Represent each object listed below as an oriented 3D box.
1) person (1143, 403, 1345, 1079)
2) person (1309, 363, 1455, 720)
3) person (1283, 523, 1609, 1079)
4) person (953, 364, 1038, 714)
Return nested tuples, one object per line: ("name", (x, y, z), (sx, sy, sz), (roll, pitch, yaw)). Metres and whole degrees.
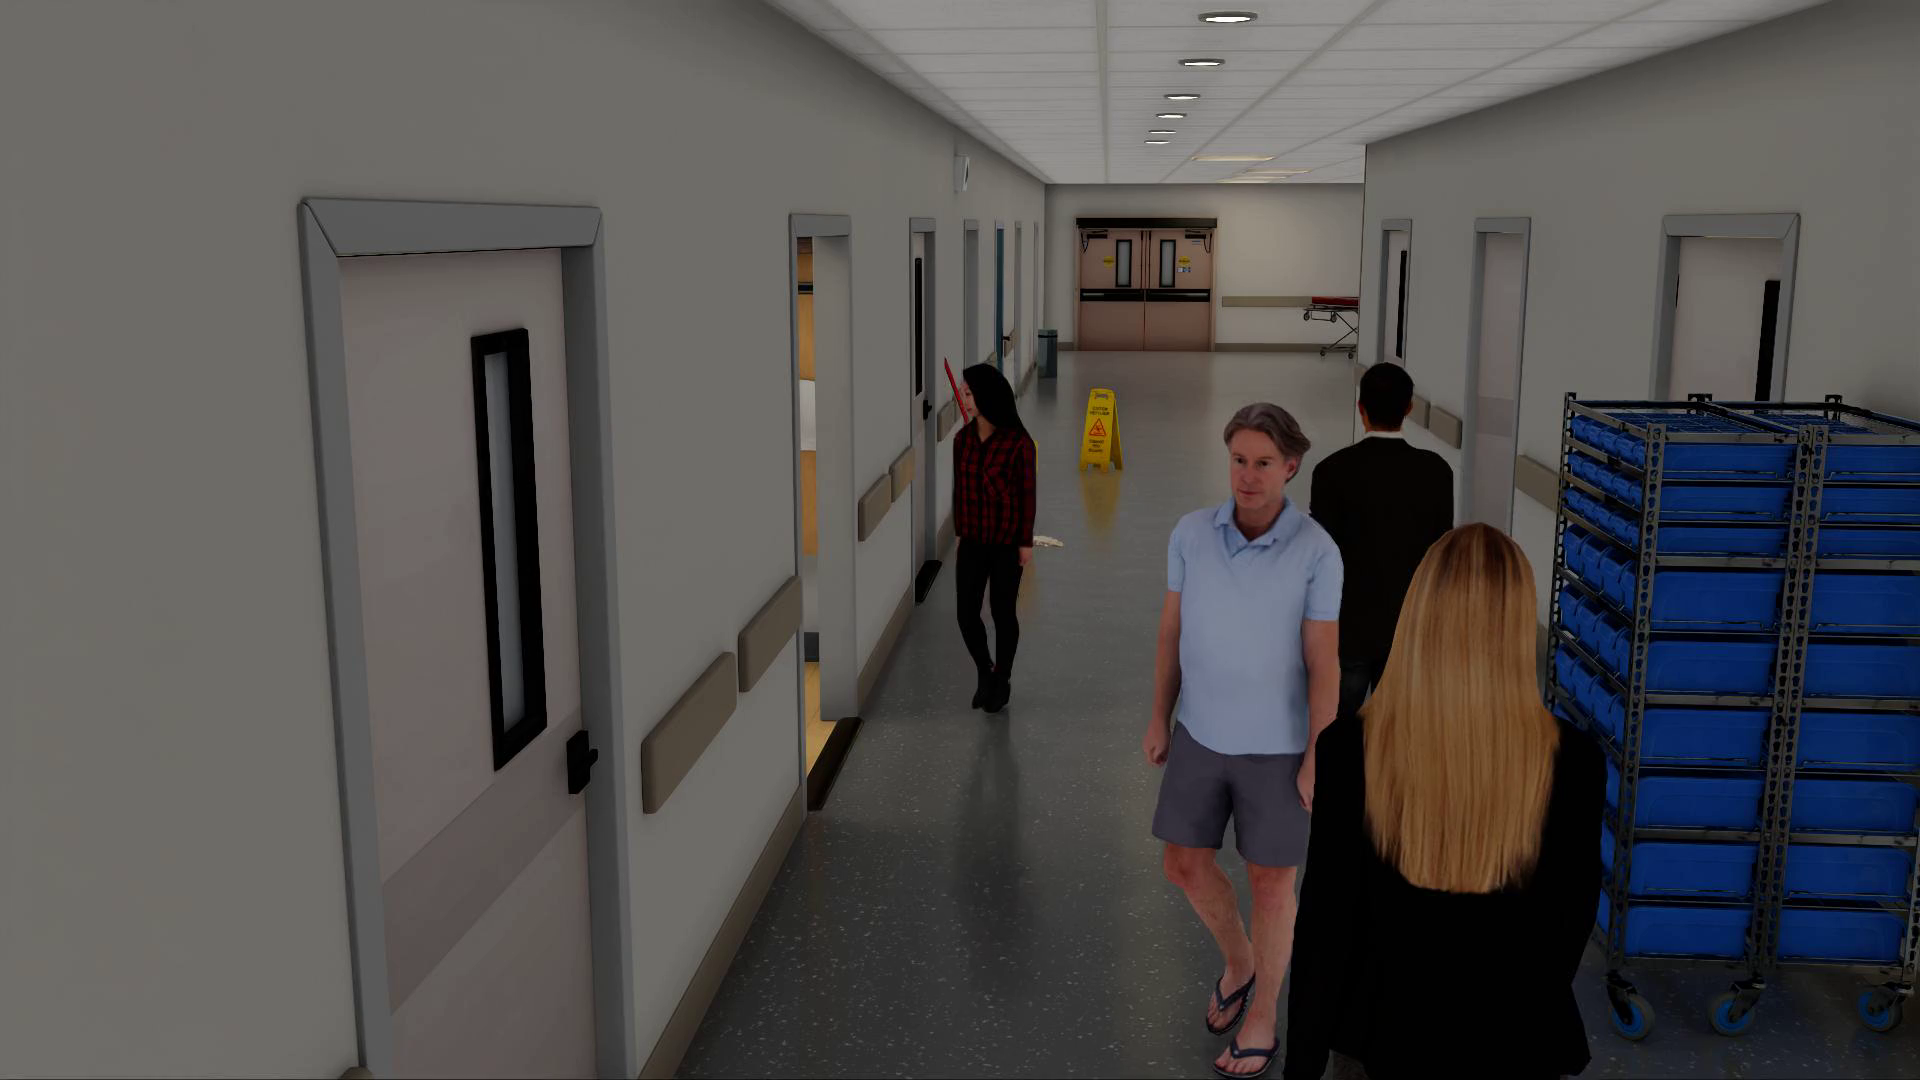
("person", (0.807, 0.523, 4.510), (0.840, 1.822, 0.869), (6, 12, 28))
("person", (1.470, 0.318, 5.744), (0.696, 1.764, 1.108), (1, 11, 3))
("person", (0.719, 0.934, 2.457), (0.797, 1.779, 1.245), (3, 11, 16))
("person", (0.202, -0.006, 7.787), (0.680, 1.638, 0.687), (6, 12, 27))
